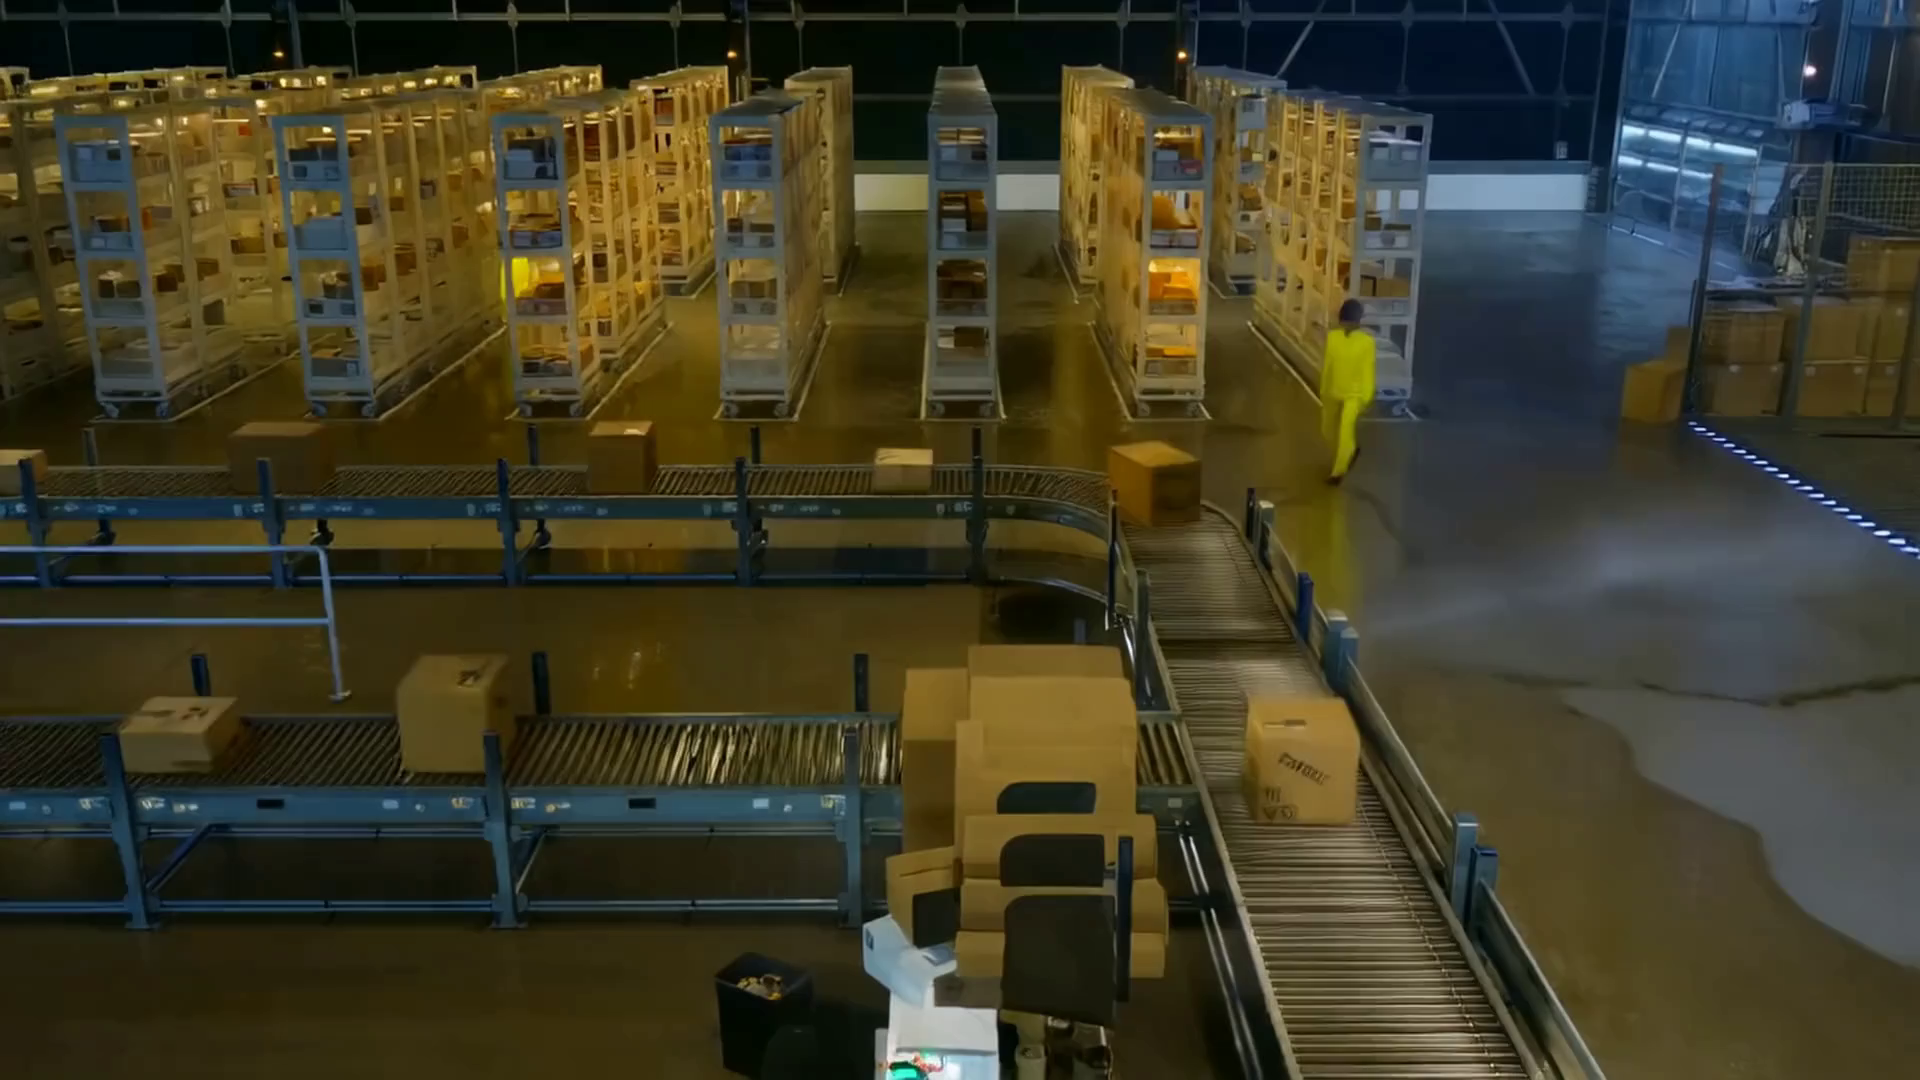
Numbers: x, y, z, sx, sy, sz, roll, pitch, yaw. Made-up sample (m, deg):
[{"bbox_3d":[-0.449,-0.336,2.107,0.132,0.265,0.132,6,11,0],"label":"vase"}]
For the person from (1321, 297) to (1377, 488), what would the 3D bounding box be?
[{"bbox_3d":[4.026,-1.547,17.215,0.718,1.970,0.633,-15,23,-39],"label":"person"}]

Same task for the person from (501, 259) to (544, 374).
[{"bbox_3d":[-5.911,-3.198,22.609,0.617,1.787,0.942,-2,18,-5],"label":"person"}]
